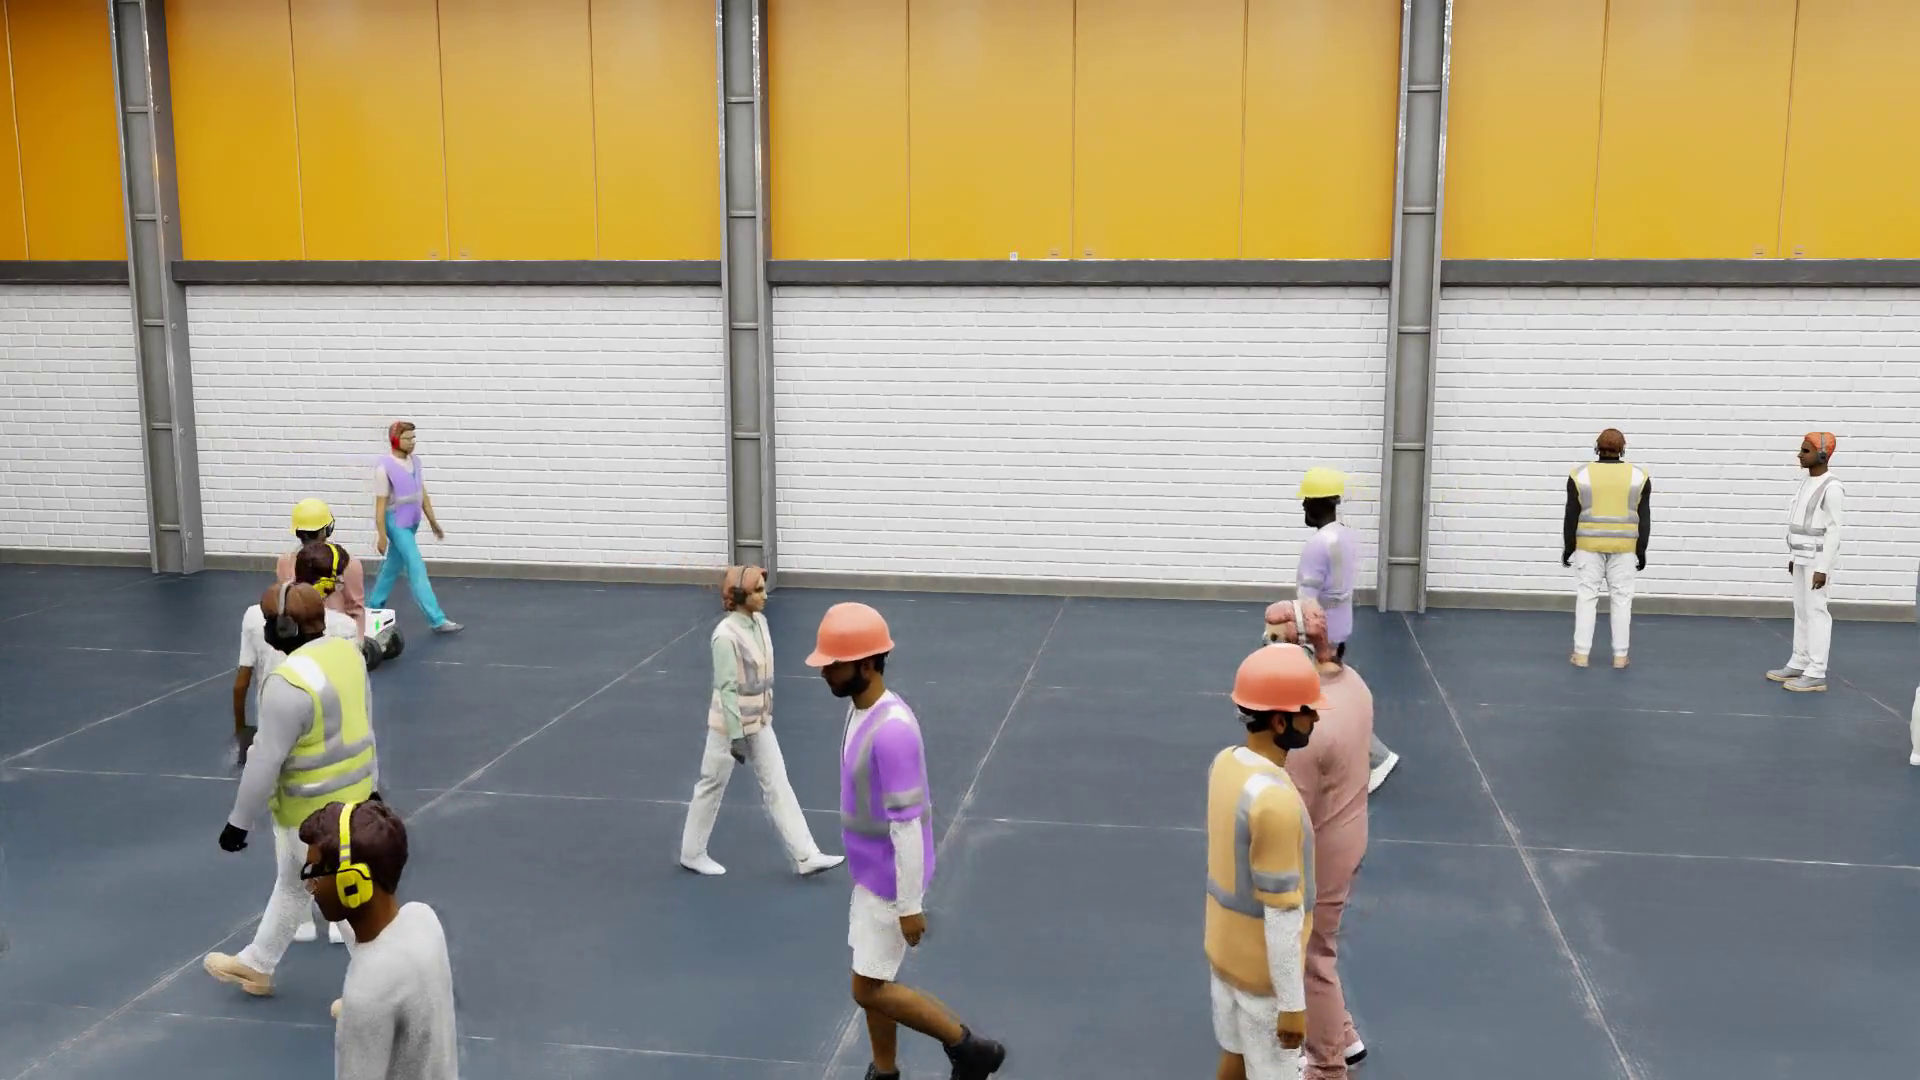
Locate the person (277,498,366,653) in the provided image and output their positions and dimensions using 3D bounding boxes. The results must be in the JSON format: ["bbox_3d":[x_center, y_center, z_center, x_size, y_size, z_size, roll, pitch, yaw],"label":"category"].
[{"bbox_3d":[-3.651,0.628,9.493,0.522,1.761,0.321,1,9,4],"label":"person"}]

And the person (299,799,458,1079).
[{"bbox_3d":[-1.436,1.508,3.887,0.793,1.819,0.574,-2,9,-10],"label":"person"}]

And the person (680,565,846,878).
[{"bbox_3d":[-1.028,0.914,8.211,0.879,1.588,0.539,3,10,19],"label":"person"}]

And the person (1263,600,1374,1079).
[{"bbox_3d":[1.246,1.134,5.980,0.445,1.884,0.675,6,11,31],"label":"person"}]

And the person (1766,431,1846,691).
[{"bbox_3d":[6.157,0.153,12.041,0.355,1.883,0.573,1,9,7],"label":"person"}]

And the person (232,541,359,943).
[{"bbox_3d":[-2.938,0.926,7.457,0.627,1.835,0.374,-3,10,-18],"label":"person"}]

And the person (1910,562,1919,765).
[{"bbox_3d":[5.999,0.600,10.048,0.289,1.633,0.497,-3,10,-18],"label":"person"}]

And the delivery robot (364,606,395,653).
[{"bbox_3d":[-4.723,0.652,12.756,0.707,0.478,0.477,1,9,5],"label":"delivery robot"}]

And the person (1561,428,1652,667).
[{"bbox_3d":[4.933,0.071,12.717,0.648,1.841,0.465,2,10,15],"label":"person"}]

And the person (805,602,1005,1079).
[{"bbox_3d":[-0.225,1.149,5.796,0.610,1.916,0.556,-2,9,-13],"label":"person"}]

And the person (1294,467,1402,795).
[{"bbox_3d":[2.161,0.523,9.698,0.855,1.902,0.586,4,10,23],"label":"person"}]

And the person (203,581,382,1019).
[{"bbox_3d":[-2.717,1.061,6.709,0.963,1.792,0.653,0,9,0],"label":"person"}]

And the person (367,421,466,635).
[{"bbox_3d":[-4.622,-0.100,13.873,0.971,1.792,0.590,1,9,8],"label":"person"}]

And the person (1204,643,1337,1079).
[{"bbox_3d":[0.931,1.262,5.028,0.367,1.937,0.548,-2,9,-10],"label":"person"}]
